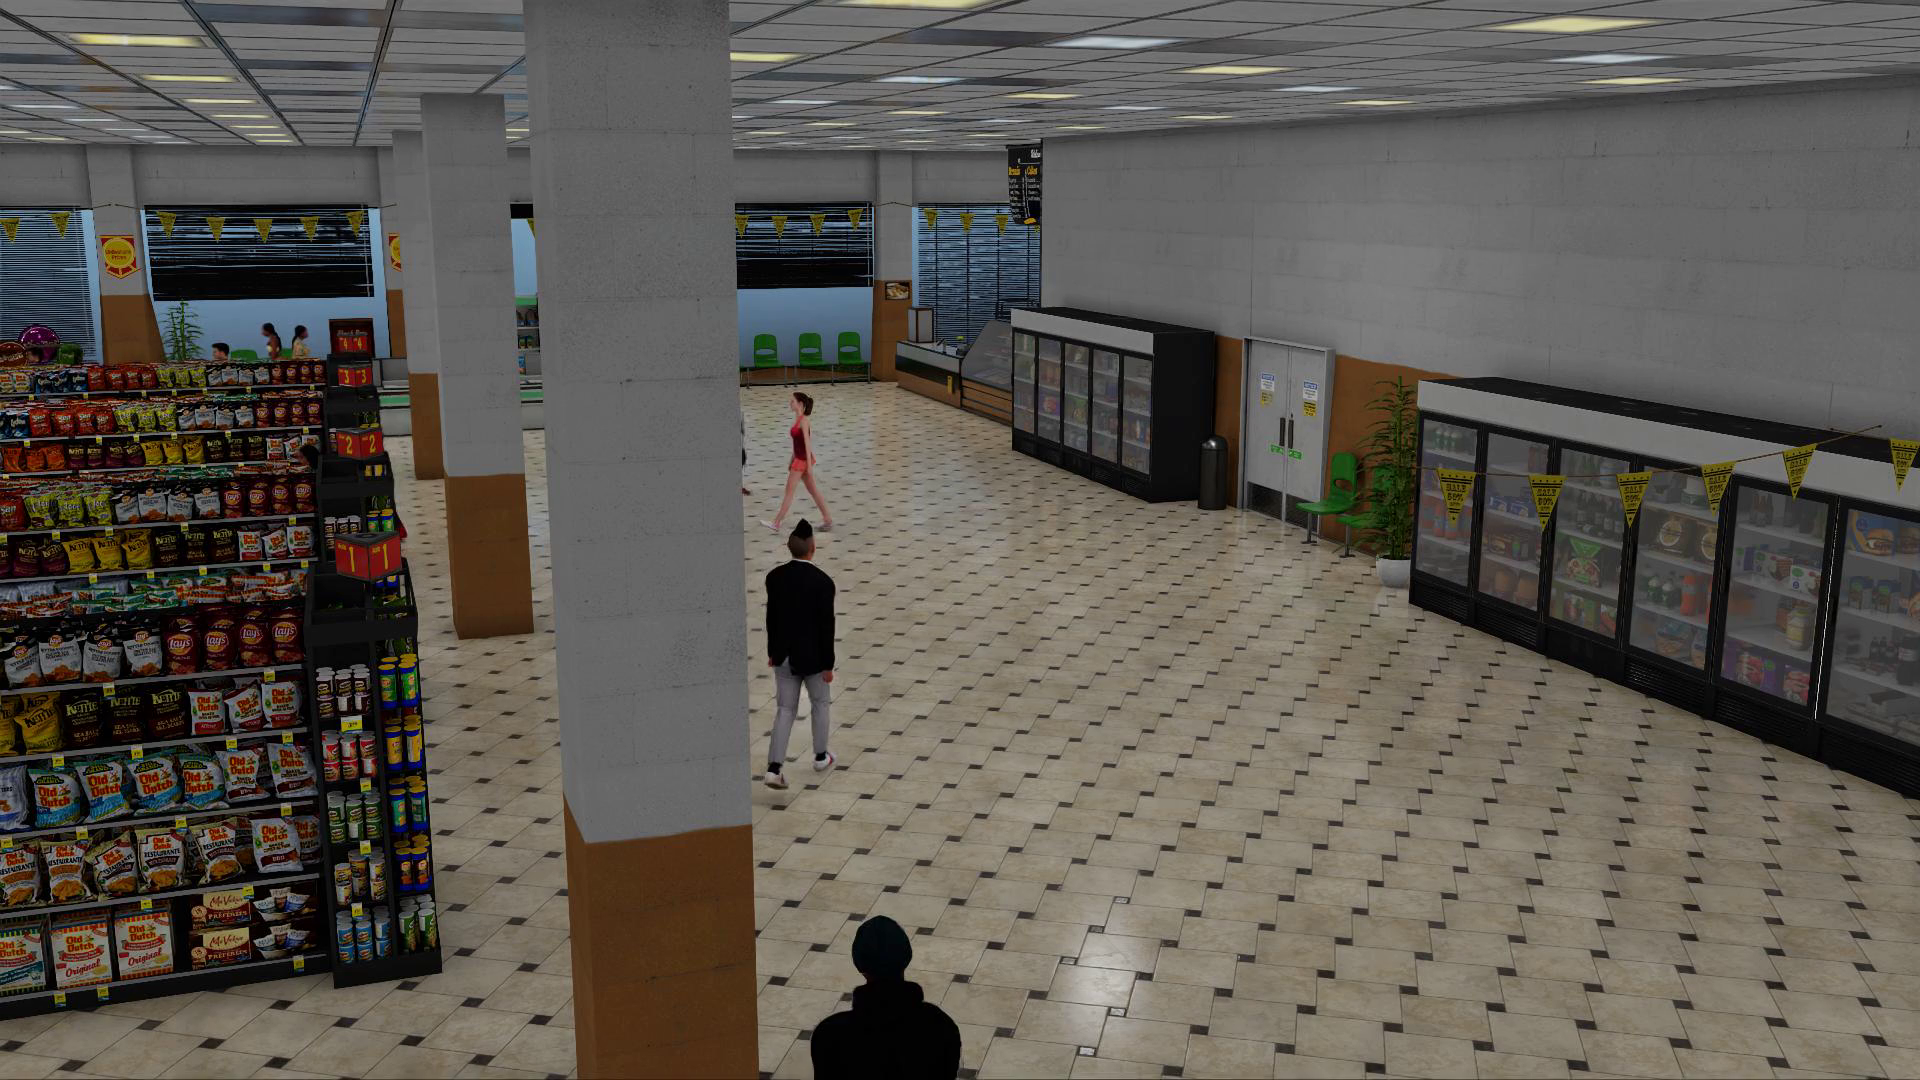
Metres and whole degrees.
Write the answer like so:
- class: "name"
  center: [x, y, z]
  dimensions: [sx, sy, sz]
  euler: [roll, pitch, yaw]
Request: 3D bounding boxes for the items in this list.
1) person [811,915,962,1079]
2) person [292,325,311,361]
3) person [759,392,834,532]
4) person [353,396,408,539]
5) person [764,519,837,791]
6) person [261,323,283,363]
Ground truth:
- class: "person"
  center: [-0.244, 2.167, 5.568]
  dimensions: [1.093, 1.789, 0.806]
  euler: [-3, 12, -12]
- class: "person"
  center: [-12.008, -2.988, 30.103]
  dimensions: [0.843, 1.769, 0.600]
  euler: [-6, 13, -25]
- class: "person"
  center: [-1.857, -0.935, 20.509]
  dimensions: [1.184, 1.704, 0.708]
  euler: [-2, 12, -11]
- class: "person"
  center: [-6.965, -0.807, 19.769]
  dimensions: [1.250, 1.759, 0.835]
  euler: [-1, 12, -7]
- class: "person"
  center: [-1.159, 0.827, 11.640]
  dimensions: [1.248, 1.909, 1.241]
  euler: [4, 13, 18]
- class: "person"
  center: [-12.775, -3.206, 31.279]
  dimensions: [0.755, 1.710, 0.591]
  euler: [-3, 12, -13]
